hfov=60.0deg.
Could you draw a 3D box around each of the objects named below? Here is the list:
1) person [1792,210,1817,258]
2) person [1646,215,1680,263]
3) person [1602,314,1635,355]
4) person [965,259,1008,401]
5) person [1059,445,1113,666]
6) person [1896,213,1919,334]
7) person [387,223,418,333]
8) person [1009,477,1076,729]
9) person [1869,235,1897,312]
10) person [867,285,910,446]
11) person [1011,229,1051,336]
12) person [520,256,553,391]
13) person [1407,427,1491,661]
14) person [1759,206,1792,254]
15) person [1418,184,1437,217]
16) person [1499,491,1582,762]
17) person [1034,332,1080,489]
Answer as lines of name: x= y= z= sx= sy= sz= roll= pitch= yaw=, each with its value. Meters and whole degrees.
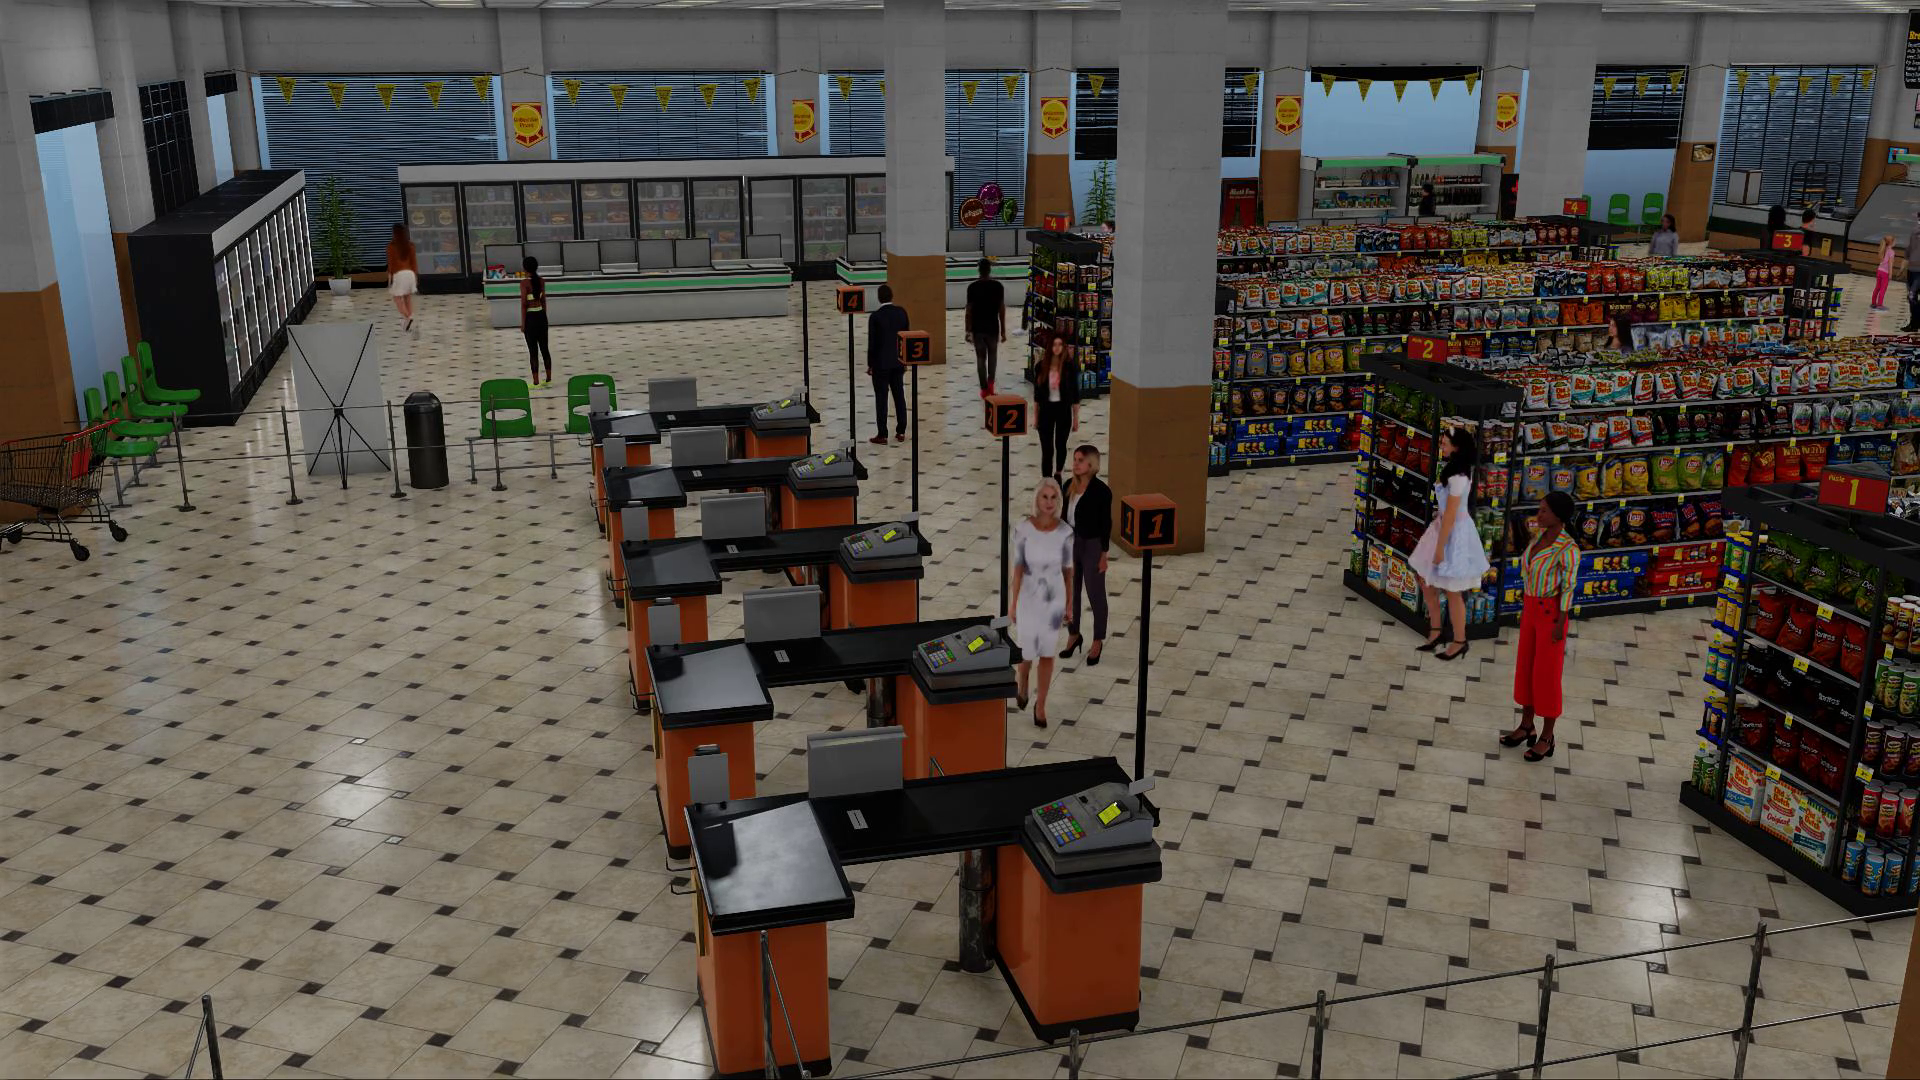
person: x=13.440 y=-4.392 z=26.861 sx=1.089 sy=1.837 sz=0.862 roll=1 pitch=17 yaw=3
person: x=11.623 y=-4.491 z=27.463 sx=1.307 sy=1.677 sz=0.991 roll=-14 pitch=22 yaw=-39
person: x=7.056 y=-1.578 z=17.836 sx=0.645 sy=1.696 sz=0.642 roll=-7 pitch=18 yaw=-21
person: x=0.336 y=-2.675 z=21.281 sx=0.599 sy=1.795 sz=0.776 roll=-2 pitch=17 yaw=-6
person: x=0.932 y=0.105 z=12.338 sx=0.690 sy=1.670 sz=0.715 roll=14 pitch=22 yaw=39
person: x=15.160 y=-4.207 z=26.167 sx=0.665 sy=1.886 sz=0.703 roll=-3 pitch=17 yaw=-10
person: x=-8.722 y=-4.099 z=26.111 sx=0.852 sy=1.712 sz=0.866 roll=-13 pitch=21 yaw=-36
person: x=0.520 y=0.403 z=11.239 sx=0.581 sy=1.738 sz=0.656 roll=-3 pitch=17 yaw=-11
person: x=15.803 y=-4.576 z=28.442 sx=0.528 sy=1.270 sz=0.511 roll=-1 pitch=17 yaw=-4
person: x=-0.826 y=-2.015 z=19.056 sx=0.634 sy=1.824 sz=0.821 roll=-10 pitch=20 yaw=-30
person: x=1.343 y=-3.935 z=25.692 sx=1.187 sy=1.641 sz=0.633 roll=-3 pitch=17 yaw=-11
person: x=-5.610 y=-2.873 z=22.000 sx=0.704 sy=1.755 sz=0.623 roll=13 pitch=21 yaw=36
person: x=3.717 y=0.062 z=12.267 sx=0.948 sy=1.795 sz=0.854 roll=4 pitch=17 yaw=13
person: x=13.459 y=-4.612 z=27.579 sx=0.533 sy=1.841 sz=0.712 roll=-4 pitch=17 yaw=-11
person: x=9.489 y=-6.313 z=33.549 sx=1.108 sy=1.627 sz=1.066 roll=-16 pitch=23 yaw=-42
person: x=3.754 y=0.547 z=10.672 sx=0.507 sy=1.792 sz=0.596 roll=-5 pitch=17 yaw=-15
person: x=0.977 y=-1.258 z=16.835 sx=1.196 sy=1.665 sz=0.990 roll=2 pitch=17 yaw=6
